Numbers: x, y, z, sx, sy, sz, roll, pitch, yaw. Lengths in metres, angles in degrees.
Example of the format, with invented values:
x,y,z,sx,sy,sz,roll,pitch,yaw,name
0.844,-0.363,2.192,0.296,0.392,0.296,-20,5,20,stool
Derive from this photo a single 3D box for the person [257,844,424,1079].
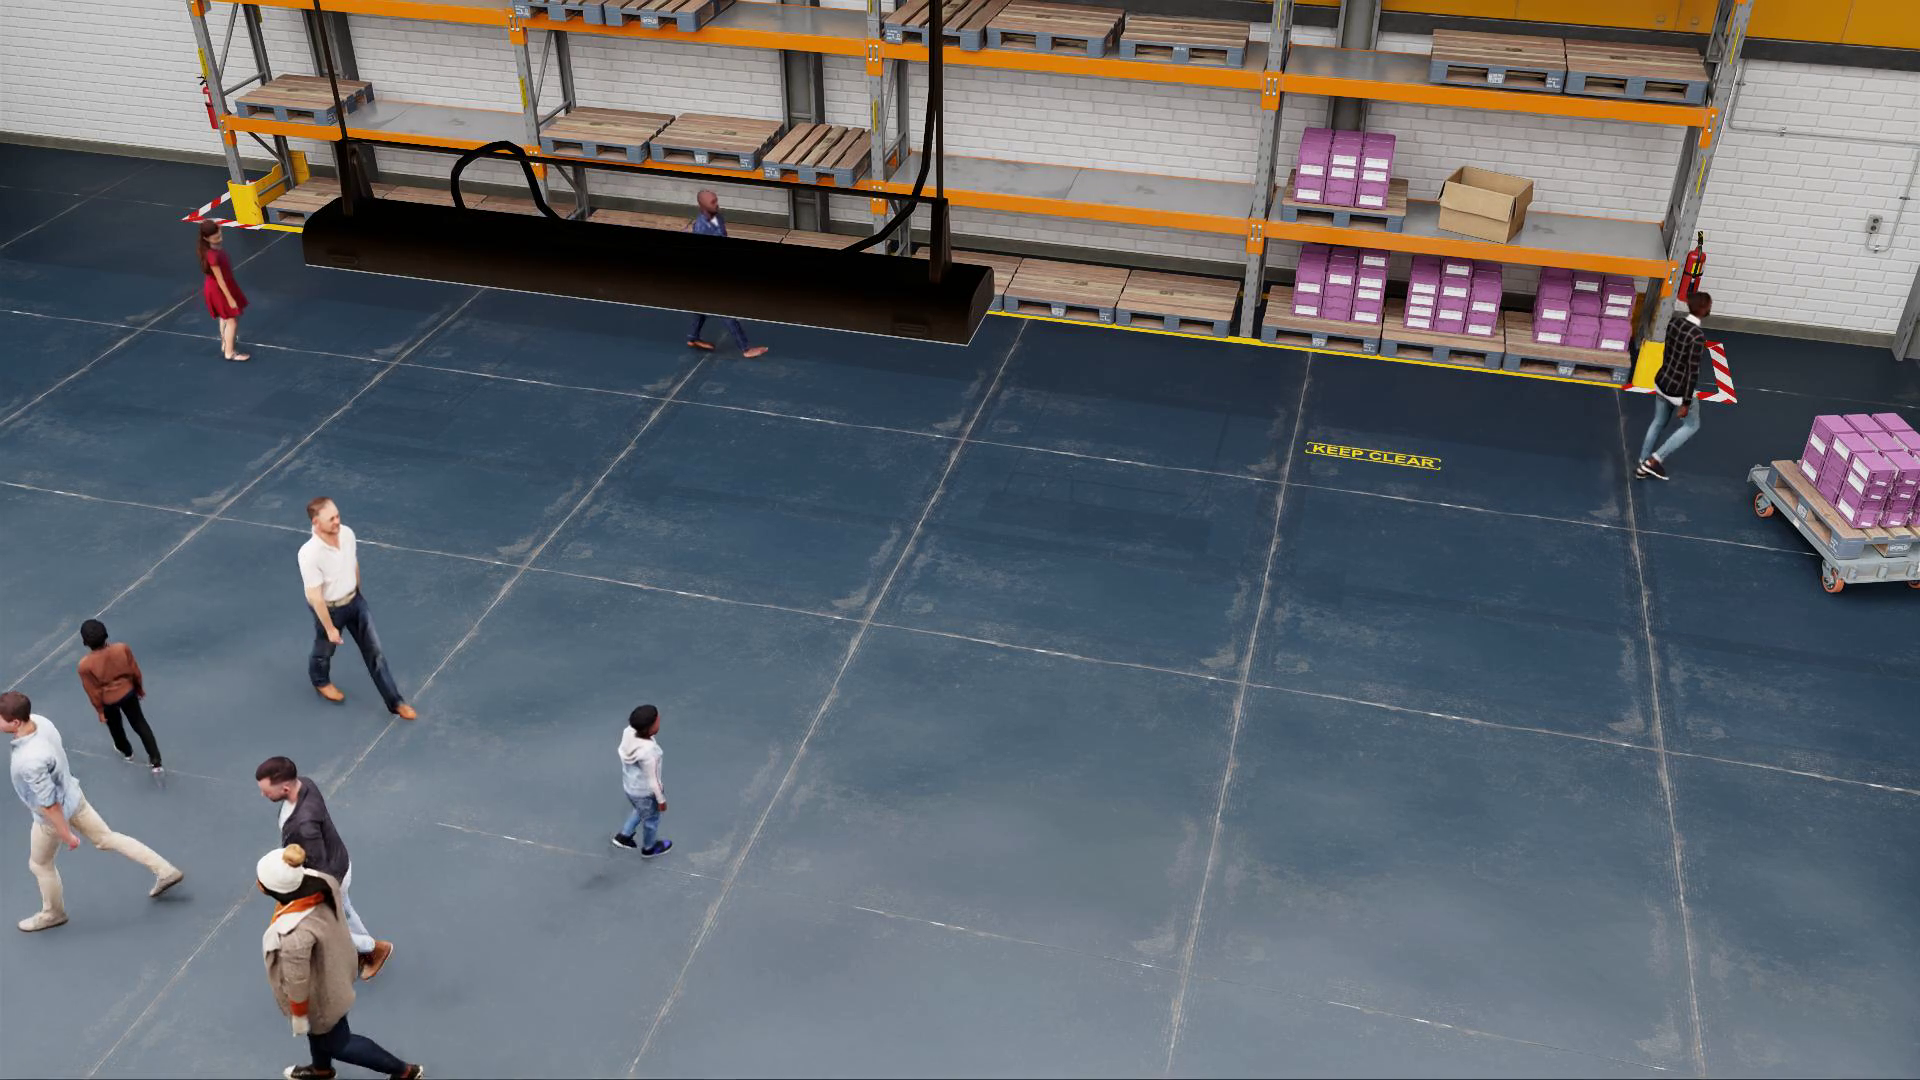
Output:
x,y,z,sx,sy,sz,roll,pitch,yaw,name
-3.400,2.357,9.007,1.172,1.868,0.947,-4,34,-7,person

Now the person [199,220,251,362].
x,y,z,sx,sy,sz,roll,pitch,yaw,name
-7.407,-2.495,16.621,0.904,1.521,0.863,-24,40,-31,person

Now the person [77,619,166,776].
x,y,z,sx,sy,sz,roll,pitch,yaw,name
-5.782,1.108,11.458,0.792,1.235,0.968,-29,43,-36,person

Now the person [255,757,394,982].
x,y,z,sx,sy,sz,roll,pitch,yaw,name
-3.625,1.936,9.690,0.924,1.813,0.886,-11,35,-16,person

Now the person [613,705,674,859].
x,y,z,sx,sy,sz,roll,pitch,yaw,name
-2.093,1.595,10.718,0.722,1.242,0.664,-23,40,-30,person

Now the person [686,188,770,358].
x,y,z,sx,sy,sz,roll,pitch,yaw,name
-2.545,-2.659,16.647,1.159,1.764,0.702,6,34,9,person

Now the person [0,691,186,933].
x,y,z,sx,sy,sz,roll,pitch,yaw,name
-5.387,1.628,10.154,1.318,1.813,1.069,-7,34,-11,person

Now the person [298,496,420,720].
x,y,z,sx,sy,sz,roll,pitch,yaw,name
-4.531,0.476,11.892,1.310,1.807,0.930,19,38,26,person

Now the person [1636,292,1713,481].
x,y,z,sx,sy,sz,roll,pitch,yaw,name
6.189,-1.315,14.586,0.836,1.808,0.830,-8,34,-11,person
